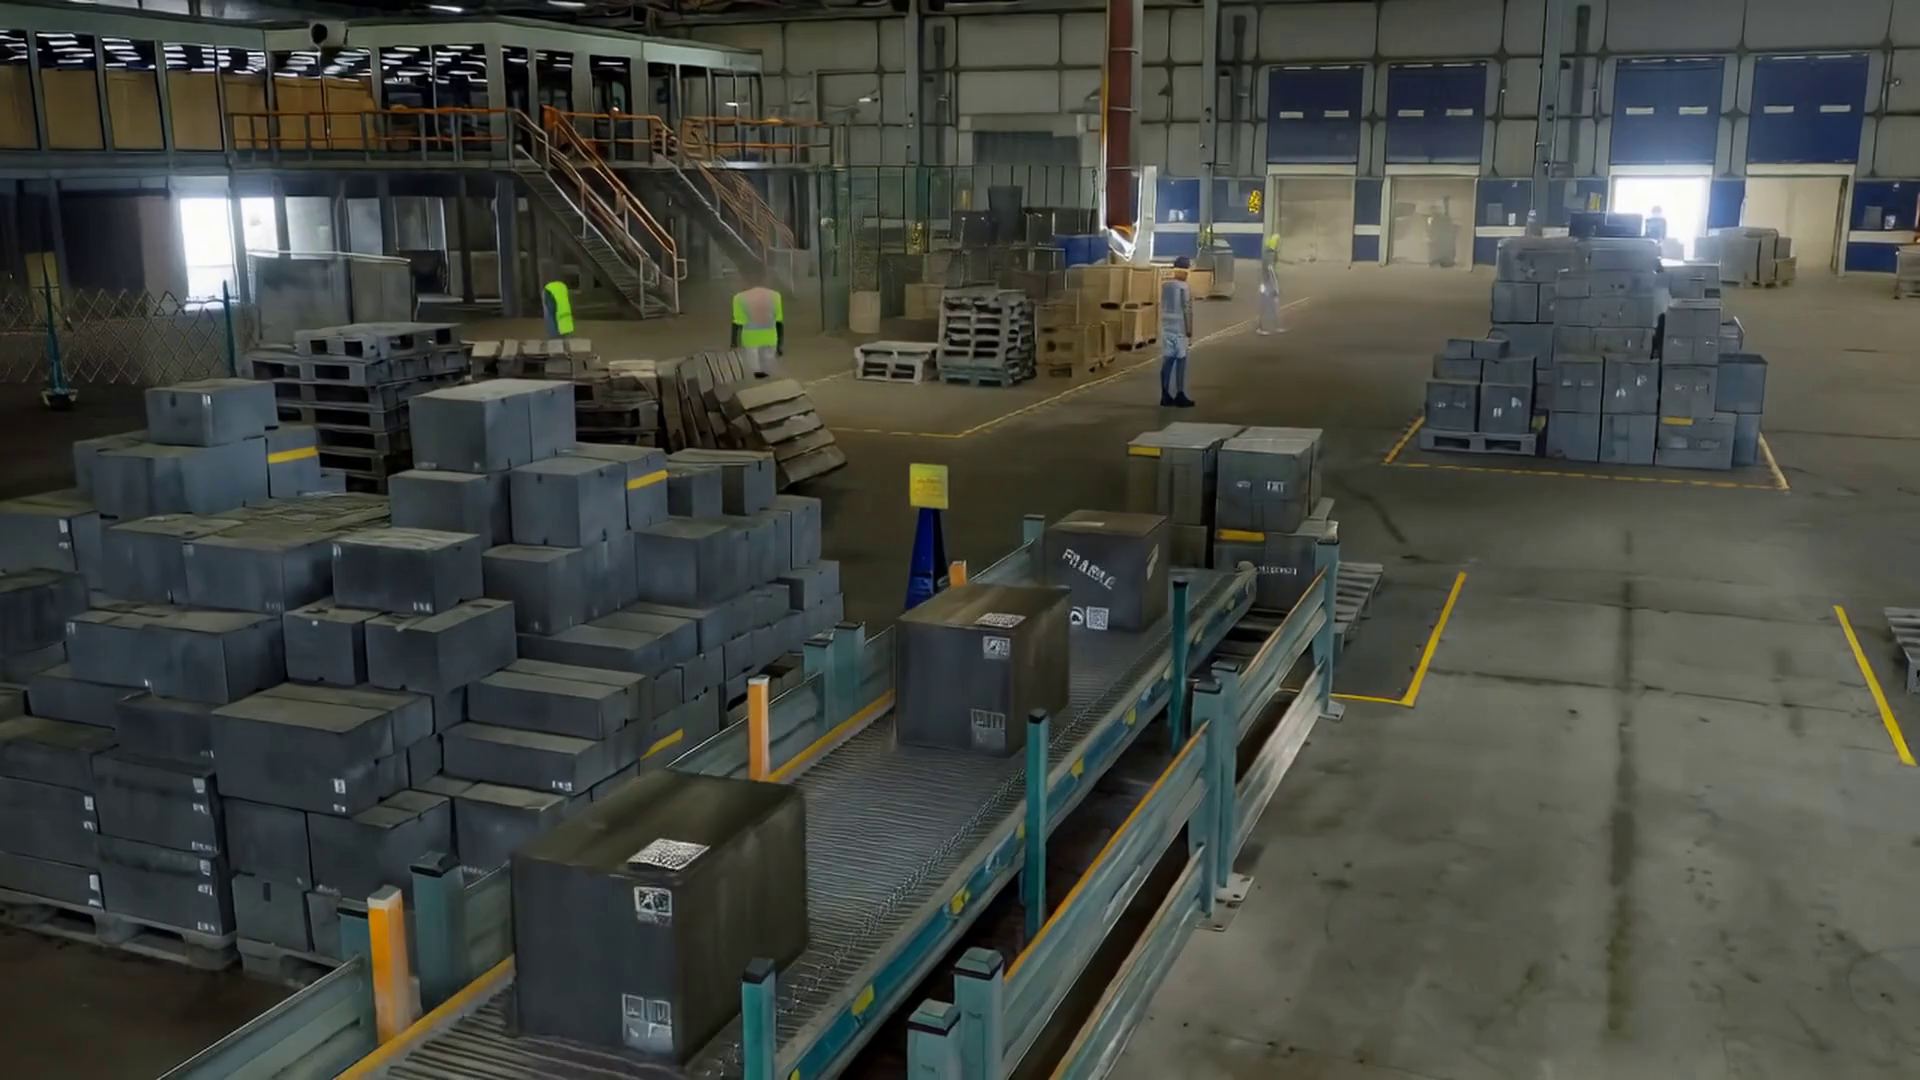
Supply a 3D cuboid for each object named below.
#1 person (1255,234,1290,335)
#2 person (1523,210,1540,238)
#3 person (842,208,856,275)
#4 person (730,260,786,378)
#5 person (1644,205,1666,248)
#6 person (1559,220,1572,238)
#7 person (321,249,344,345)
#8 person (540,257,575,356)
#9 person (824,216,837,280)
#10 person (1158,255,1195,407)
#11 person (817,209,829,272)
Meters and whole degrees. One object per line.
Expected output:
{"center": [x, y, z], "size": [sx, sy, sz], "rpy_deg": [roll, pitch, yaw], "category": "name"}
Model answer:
{"center": [5.811, -4.685, 30.536], "size": [0.831, 1.836, 0.569], "rpy_deg": [-1, 13, -6], "category": "person"}
{"center": [15.791, -8.140, 45.933], "size": [0.595, 1.898, 0.859], "rpy_deg": [-7, 14, -29], "category": "person"}
{"center": [-3.227, -8.651, 48.138], "size": [0.414, 1.950, 0.617], "rpy_deg": [5, 13, 20], "category": "person"}
{"center": [-2.430, -2.345, 19.801], "size": [0.652, 1.945, 0.573], "rpy_deg": [-7, 14, -28], "category": "person"}
{"center": [19.854, -8.556, 47.564], "size": [0.609, 1.997, 0.377], "rpy_deg": [1, 13, 4], "category": "person"}
{"center": [13.397, -6.115, 36.806], "size": [0.421, 1.915, 0.538], "rpy_deg": [-5, 13, -20], "category": "person"}
{"center": [-9.997, -3.759, 26.569], "size": [0.524, 1.769, 0.308], "rpy_deg": [12, 17, 43], "category": "person"}
{"center": [-5.144, -2.654, 21.278], "size": [0.440, 1.906, 0.608], "rpy_deg": [2, 13, 9], "category": "person"}
{"center": [-3.572, -8.016, 45.712], "size": [0.310, 1.744, 0.486], "rpy_deg": [-4, 13, -18], "category": "person"}
{"center": [2.798, -2.670, 21.301], "size": [0.364, 1.934, 0.553], "rpy_deg": [-10, 16, -38], "category": "person"}
{"center": [-4.065, -8.883, 49.336], "size": [0.437, 1.870, 0.576], "rpy_deg": [2, 13, 10], "category": "person"}
